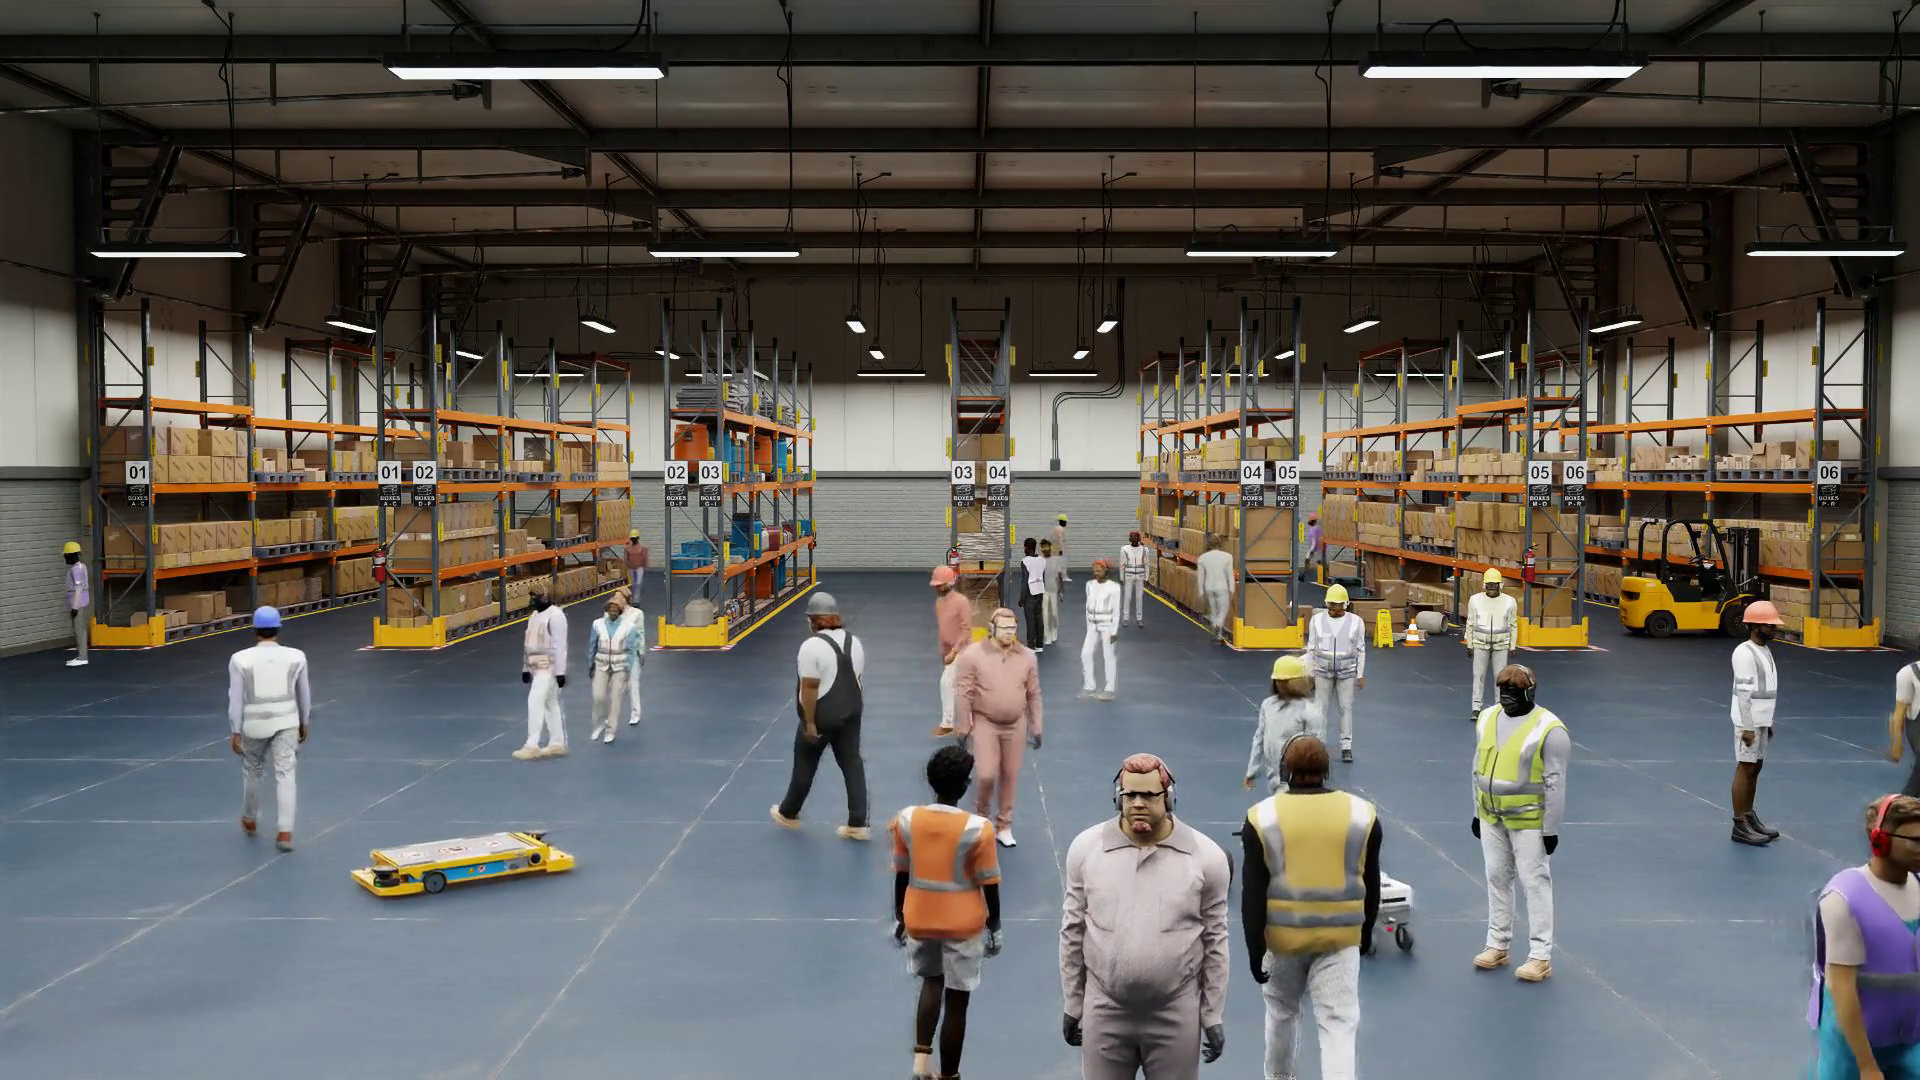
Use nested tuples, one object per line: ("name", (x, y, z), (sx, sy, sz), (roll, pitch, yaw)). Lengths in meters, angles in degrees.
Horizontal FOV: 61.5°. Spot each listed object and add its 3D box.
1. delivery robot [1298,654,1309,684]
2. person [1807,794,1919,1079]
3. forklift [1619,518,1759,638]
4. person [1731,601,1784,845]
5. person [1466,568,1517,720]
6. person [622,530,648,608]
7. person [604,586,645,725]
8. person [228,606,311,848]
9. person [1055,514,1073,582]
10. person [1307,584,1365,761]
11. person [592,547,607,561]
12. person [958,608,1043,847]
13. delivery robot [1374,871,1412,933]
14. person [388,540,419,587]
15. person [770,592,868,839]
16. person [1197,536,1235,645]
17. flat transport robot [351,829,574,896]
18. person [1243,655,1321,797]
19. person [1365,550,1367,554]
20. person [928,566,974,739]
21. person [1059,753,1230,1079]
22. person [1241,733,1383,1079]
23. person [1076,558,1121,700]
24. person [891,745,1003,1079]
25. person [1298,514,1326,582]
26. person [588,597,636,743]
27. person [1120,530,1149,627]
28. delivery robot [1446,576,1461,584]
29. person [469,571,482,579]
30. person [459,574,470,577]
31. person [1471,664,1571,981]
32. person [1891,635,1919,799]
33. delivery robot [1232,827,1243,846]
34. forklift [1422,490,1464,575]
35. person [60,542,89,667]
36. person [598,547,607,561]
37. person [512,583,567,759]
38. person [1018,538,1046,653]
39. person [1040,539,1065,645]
("delivery robot", (4.858, 1.742, 22.324), (0.477, 0.478, 0.707), (2, 3, 39))
("person", (3.316, 1.807, 5.692), (0.566, 1.808, 0.904), (-1, 2, -21))
("forklift", (13.417, 0.684, 29.791), (2.313, 2.155, 1.214), (0, 2, 0))
("person", (6.429, 1.455, 13.018), (0.366, 1.939, 0.542), (2, 3, 43))
("person", (6.382, 1.254, 19.389), (0.589, 1.834, 0.403), (1, 2, 17))
("person", (-7.208, 0.656, 35.675), (0.558, 1.729, 0.846), (0, 2, 9))
("person", (-3.980, 1.363, 19.122), (0.520, 1.636, 0.309), (0, 2, 8))
("person", (-5.542, 1.481, 12.977), (0.636, 1.888, 1.006), (-1, 3, -32))
("person", (2.726, 0.218, 44.718), (0.746, 1.903, 0.593), (0, 2, 3))
("person", (3.878, 1.367, 16.682), (0.586, 1.824, 0.403), (1, 2, 15))
("person", (-10.112, 0.241, 45.136), (0.549, 1.823, 0.832), (1, 3, 28))
("person", (0.334, 1.486, 12.794), (0.679, 1.889, 0.437), (-1, 2, -17))
("delivery robot", (2.531, 2.223, 10.210), (0.477, 0.478, 0.707), (-1, 2, -21))
("person", (-11.318, 0.643, 32.881), (0.609, 1.986, 0.390), (-1, 3, -30))
("person", (-1.130, 1.417, 13.247), (1.016, 2.000, 0.688), (2, 3, 44))
("person", (4.420, 0.881, 27.926), (0.671, 1.902, 0.643), (1, 3, 25))
("flat transport robot", (-3.631, 2.346, 11.812), (1.431, 0.197, 0.652), (-2, 3, -37))
("person", (2.276, 1.646, 11.254), (0.873, 1.703, 0.491), (-2, 3, -34))
("person", (11.674, 0.213, 45.423), (1.025, 1.851, 0.676), (-1, 2, -21))
("person", (-0.095, 1.259, 18.093), (0.814, 1.932, 0.635), (-1, 3, -31))
("person", (0.681, 1.749, 6.036), (0.638, 1.909, 0.408), (0, 2, 11))
("person", (1.562, 1.762, 7.157), (0.628, 1.802, 0.945), (0, 2, 5))
("person", (1.786, 1.173, 21.066), (0.609, 1.861, 0.714), (2, 3, 45))
("person", (-0.049, 1.797, 7.551), (0.551, 1.680, 0.381), (1, 3, 26))
("person", (9.735, 0.232, 44.518), (0.986, 1.886, 0.563), (0, 2, -4))
("person", (-3.837, 1.427, 17.785), (0.538, 1.617, 0.376), (0, 2, 0))
("person", (3.404, 0.748, 31.502), (0.584, 1.882, 0.337), (0, 2, -2))
("delivery robot", (12.200, 1.054, 39.657), (0.477, 0.478, 0.707), (0, 2, -9))
("person", (-11.676, 0.523, 38.668), (0.625, 1.774, 0.943), (-1, 3, -26))
("person", (-11.431, 0.642, 36.926), (0.532, 1.659, 0.823), (-1, 2, -13))
("person", (3.285, 1.648, 9.555), (0.430, 1.836, 0.619), (-1, 3, -31))
("person", (7.518, 1.552, 12.549), (0.522, 1.798, 1.000), (-1, 2, -14))
("delivery robot", (2.143, 2.047, 11.422), (0.335, 0.223, 0.698), (-1, 2, -13))
("forklift", (13.926, -0.371, 47.846), (1.873, 2.768, 1.129), (0, 2, 0))
("person", (-13.699, 0.987, 24.989), (0.386, 1.922, 0.594), (-1, 3, -26))
("person", (-9.919, 0.353, 44.491), (0.402, 1.625, 0.516), (0, 2, 5))
("person", (-4.438, 1.365, 16.812), (0.771, 1.813, 0.647), (-2, 3, -35))
("person", (1.203, 0.917, 26.815), (0.393, 1.919, 0.589), (2, 3, 39))
("person", (1.568, 0.899, 28.254), (0.535, 1.844, 0.667), (0, 2, 6))
